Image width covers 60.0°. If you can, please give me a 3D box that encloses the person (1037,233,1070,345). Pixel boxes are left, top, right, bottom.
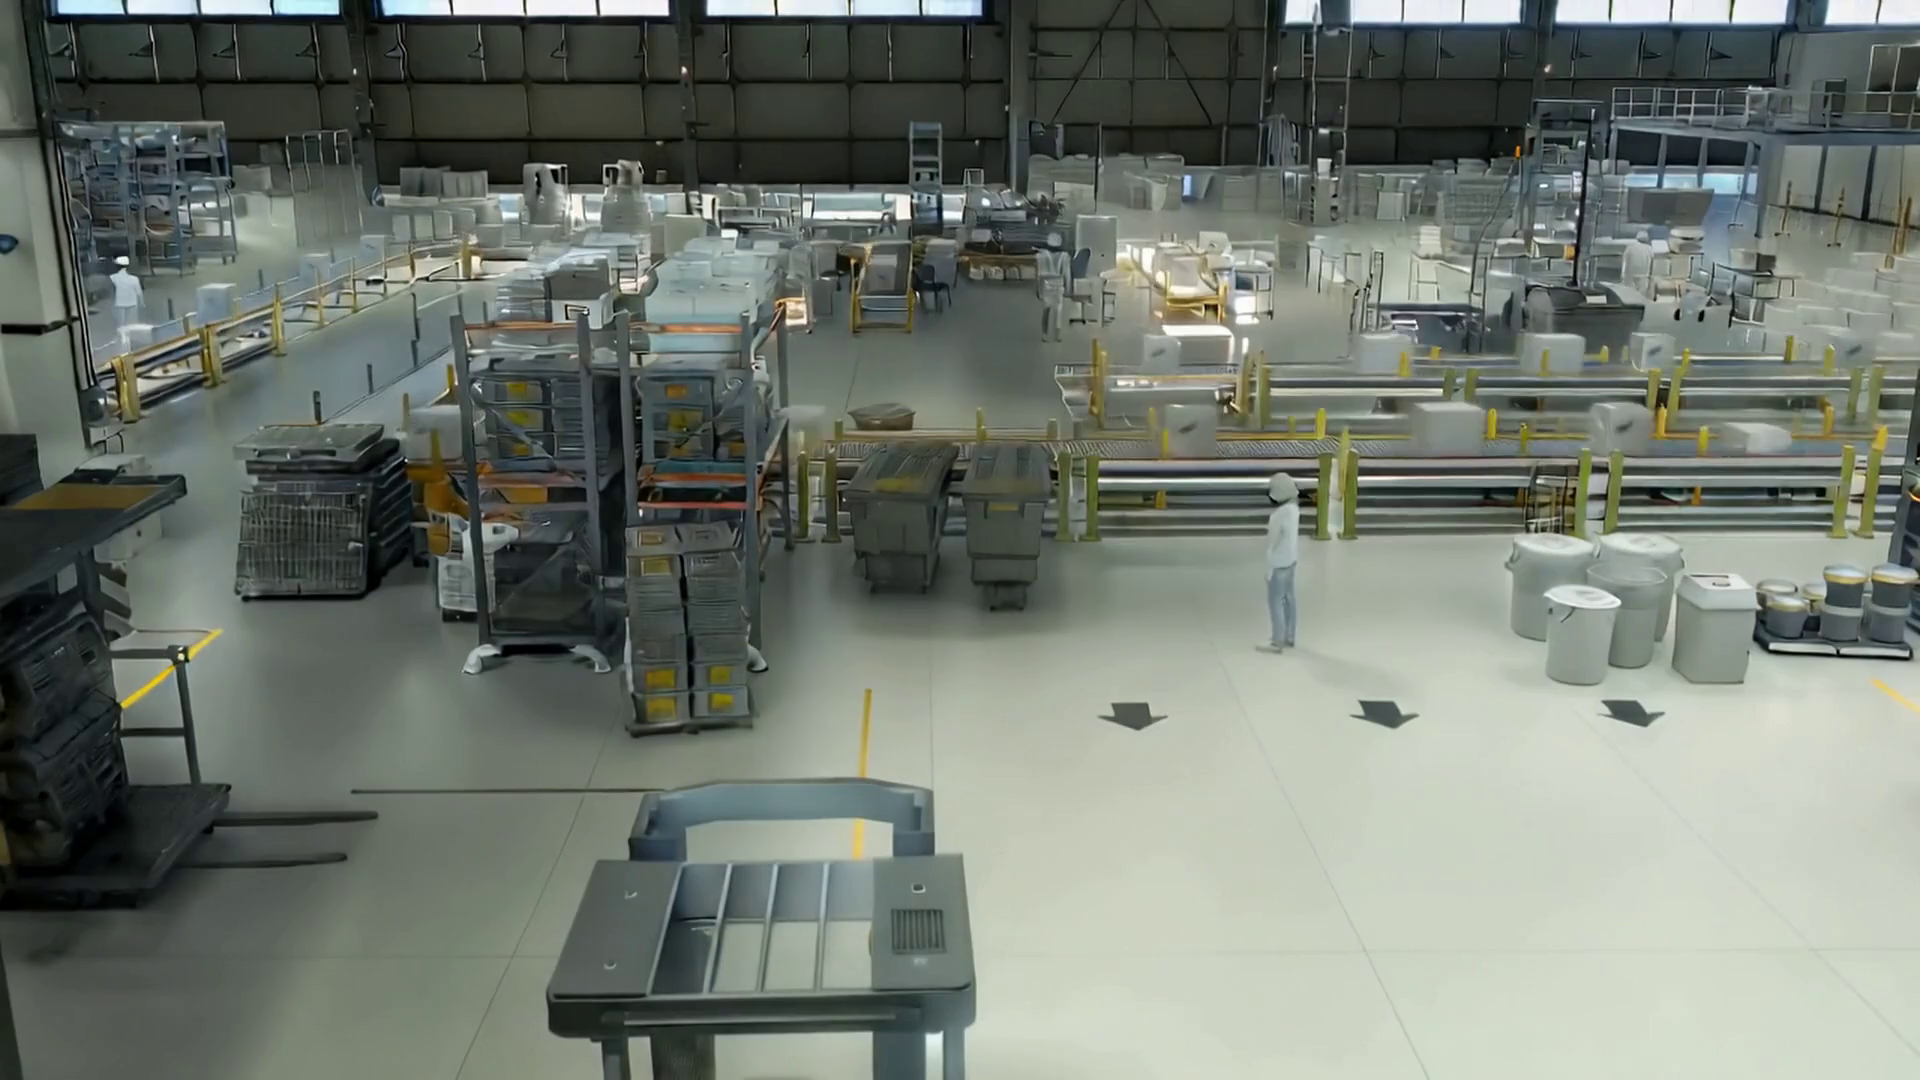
[{"bbox_3d":[1.727,-4.602,30.561,0.615,2.043,0.372,-4,16,-13],"label":"person"}]

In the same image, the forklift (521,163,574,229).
[{"bbox_3d":[-12.233,-10.122,49.298,1.157,1.987,2.680,0,16,-1],"label":"forklift"}]

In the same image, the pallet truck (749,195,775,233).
[{"bbox_3d":[-6.051,-9.967,50.660,0.680,1.201,1.601,0,16,-1],"label":"pallet truck"}]

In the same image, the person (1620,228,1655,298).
[{"bbox_3d":[13.816,-5.454,33.933,0.630,1.809,0.666,5,17,17],"label":"person"}]

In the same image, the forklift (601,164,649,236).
[{"bbox_3d":[-9.948,-10.127,49.296,1.157,1.987,2.680,-1,16,-3],"label":"forklift"}]

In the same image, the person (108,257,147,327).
[{"bbox_3d":[-14.822,-4.190,29.694,0.554,1.716,0.895,0,16,-2],"label":"person"}]

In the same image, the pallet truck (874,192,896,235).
[{"bbox_3d":[-2.277,-9.986,50.594,0.653,1.274,1.630,0,16,-1],"label":"pallet truck"}]

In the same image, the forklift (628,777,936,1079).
[{"bbox_3d":[-0.542,2.165,5.552,1.129,2.768,1.873,-1,16,-2],"label":"forklift"}]

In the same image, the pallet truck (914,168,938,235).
[{"bbox_3d":[-0.989,-10.316,50.507,0.823,1.965,1.885,1,16,3],"label":"pallet truck"}]

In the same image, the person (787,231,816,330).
[{"bbox_3d":[-3.108,-5.046,32.372,0.635,1.900,0.404,8,18,27],"label":"person"}]

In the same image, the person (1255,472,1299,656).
[{"bbox_3d":[2.808,0.207,14.595,0.281,1.624,0.493,10,19,31],"label":"person"}]

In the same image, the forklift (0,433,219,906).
[{"bbox_3d":[-5.952,0.780,10.366,1.873,2.768,1.129,0,16,-1],"label":"forklift"}]

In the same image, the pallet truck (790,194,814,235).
[{"bbox_3d":[-4.814,-9.883,50.259,0.704,1.261,1.522,-1,16,-3],"label":"pallet truck"}]

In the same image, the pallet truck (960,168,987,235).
[{"bbox_3d":[0.383,-10.230,50.206,0.823,1.965,1.885,-1,16,-3],"label":"pallet truck"}]
